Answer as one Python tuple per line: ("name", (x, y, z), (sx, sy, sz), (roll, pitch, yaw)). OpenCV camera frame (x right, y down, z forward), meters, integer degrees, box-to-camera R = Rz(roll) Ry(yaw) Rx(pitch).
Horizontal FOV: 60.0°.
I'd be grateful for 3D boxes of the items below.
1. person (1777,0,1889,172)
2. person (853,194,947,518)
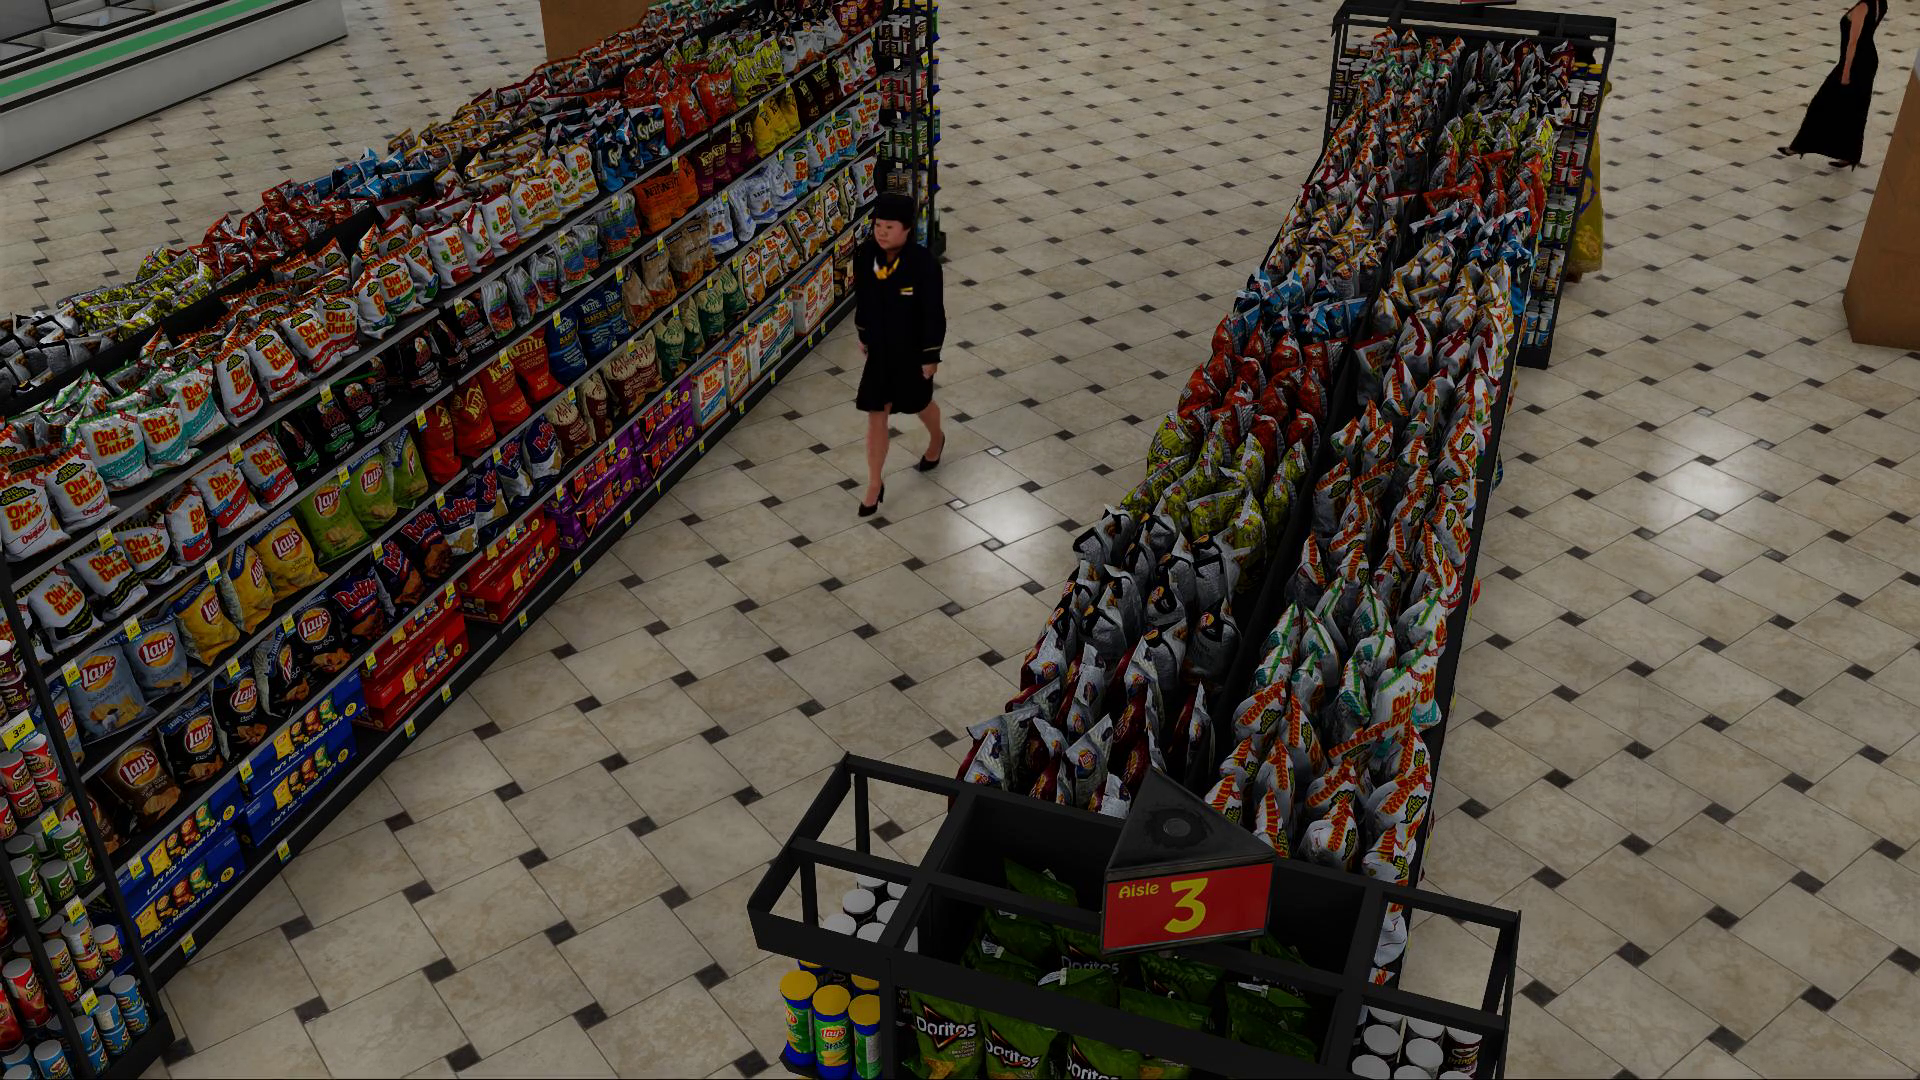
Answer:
("person", (7.002, -3.628, 12.869), (0.887, 1.577, 0.901), (-20, 37, -29))
("person", (-0.259, -0.982, 8.559), (0.790, 1.637, 1.075), (16, 35, 24))
